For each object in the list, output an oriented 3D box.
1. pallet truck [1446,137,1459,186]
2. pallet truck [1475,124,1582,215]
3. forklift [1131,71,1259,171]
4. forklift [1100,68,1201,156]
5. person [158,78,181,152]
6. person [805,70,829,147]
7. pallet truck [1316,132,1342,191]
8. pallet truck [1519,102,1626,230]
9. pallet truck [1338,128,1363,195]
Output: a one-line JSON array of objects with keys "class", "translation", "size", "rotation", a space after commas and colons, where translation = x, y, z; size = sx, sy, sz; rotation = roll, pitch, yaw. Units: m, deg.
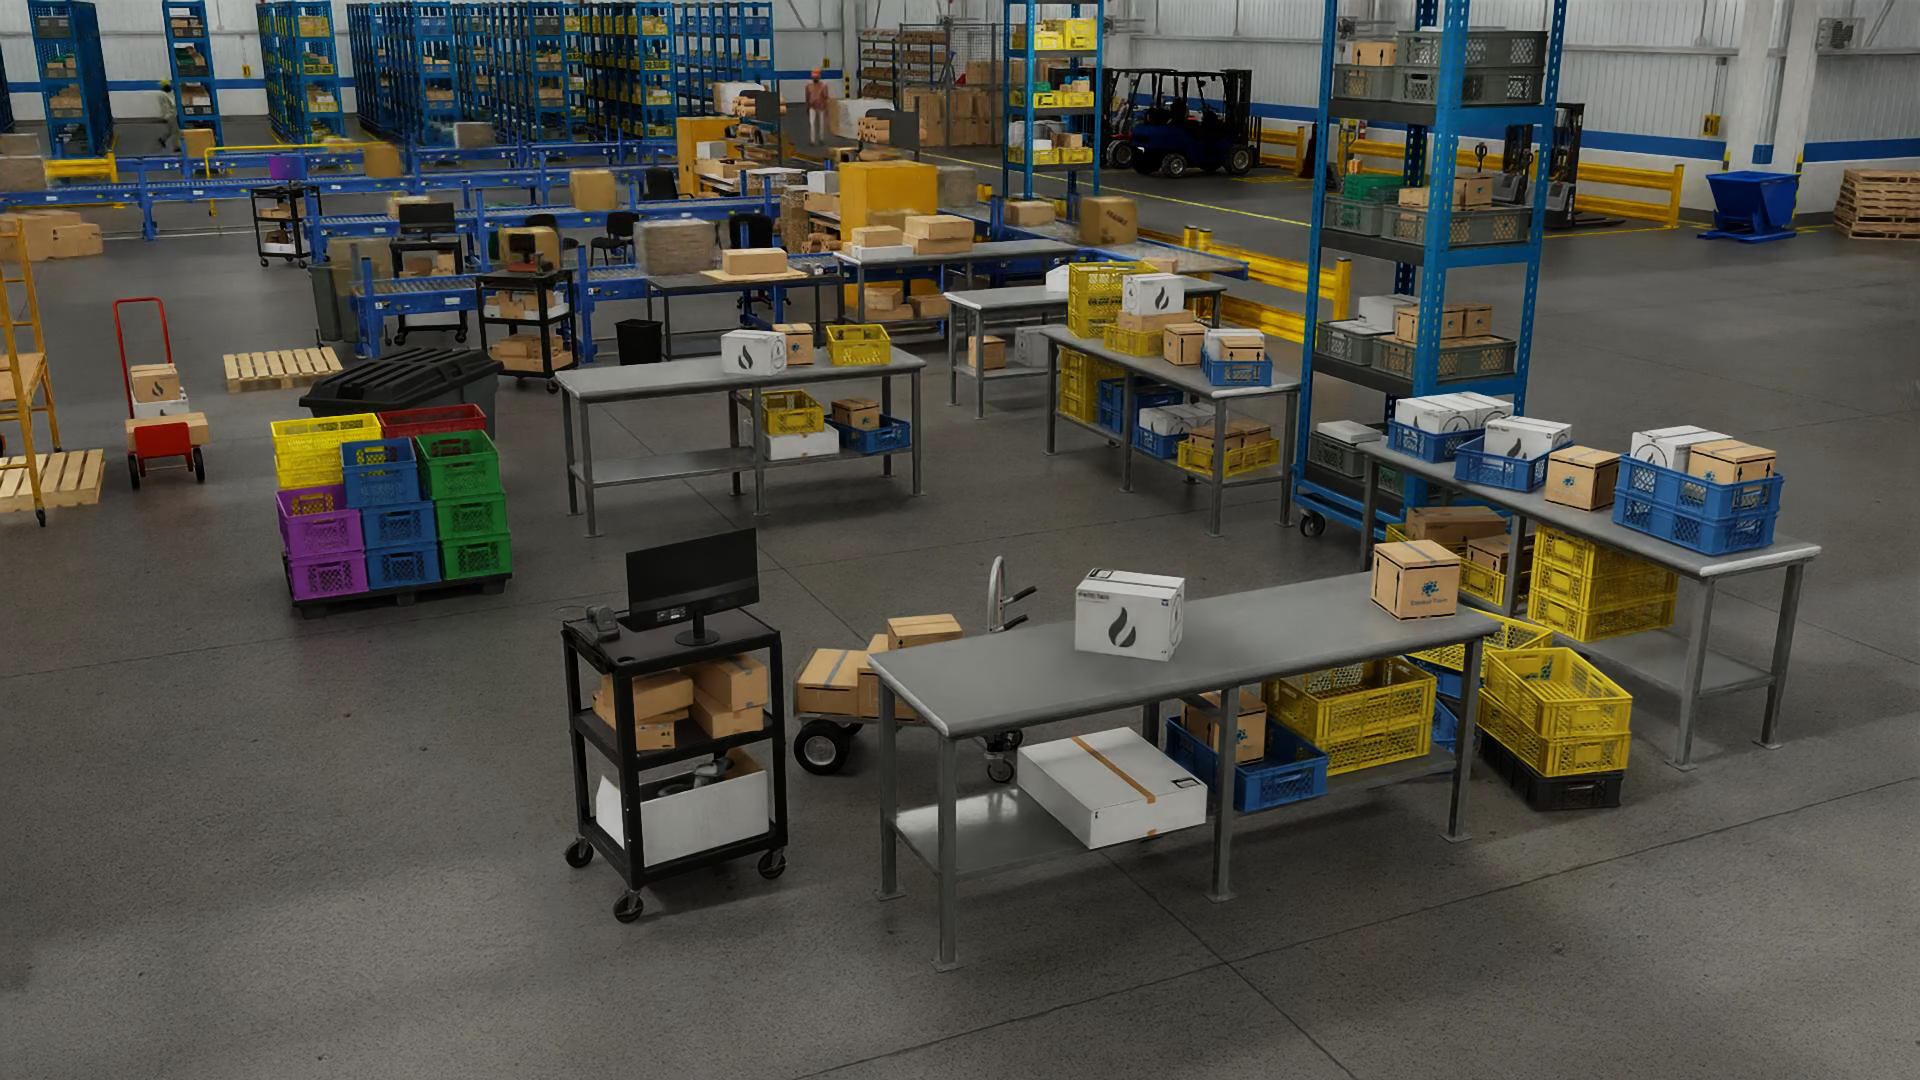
[{"class": "pallet truck", "translation": [9.184, -6.485, 29.328], "size": [1.630, 1.274, 0.653], "rotation": [-8, 19, -23]}, {"class": "pallet truck", "translation": [9.707, -6.455, 28.103], "size": [1.885, 1.965, 0.823], "rotation": [-7, 19, -20]}, {"class": "forklift", "translation": [4.998, -8.936, 35.413], "size": [2.680, 1.987, 1.157], "rotation": [-9, 20, -25]}, {"class": "forklift", "translation": [4.082, -9.564, 37.410], "size": [2.680, 1.987, 1.157], "rotation": [-8, 19, -23]}, {"class": "person", "translation": [-19.709, -10.567, 41.352], "size": [0.611, 1.811, 0.602], "rotation": [-1, 18, -3]}, {"class": "person", "translation": [-3.689, -11.184, 43.095], "size": [0.635, 1.944, 1.019], "rotation": [1, 18, 5]}, {"class": "pallet truck", "translation": [7.723, -7.504, 32.656], "size": [1.601, 1.201, 0.680], "rotation": [-8, 19, -23]}, {"class": "pallet truck", "translation": [9.972, -6.037, 26.785], "size": [1.885, 1.965, 0.823], "rotation": [-9, 20, -25]}, {"class": "pallet truck", "translation": [7.845, -7.140, 31.411], "size": [1.522, 1.261, 0.704], "rotation": [-9, 20, -25]}]
